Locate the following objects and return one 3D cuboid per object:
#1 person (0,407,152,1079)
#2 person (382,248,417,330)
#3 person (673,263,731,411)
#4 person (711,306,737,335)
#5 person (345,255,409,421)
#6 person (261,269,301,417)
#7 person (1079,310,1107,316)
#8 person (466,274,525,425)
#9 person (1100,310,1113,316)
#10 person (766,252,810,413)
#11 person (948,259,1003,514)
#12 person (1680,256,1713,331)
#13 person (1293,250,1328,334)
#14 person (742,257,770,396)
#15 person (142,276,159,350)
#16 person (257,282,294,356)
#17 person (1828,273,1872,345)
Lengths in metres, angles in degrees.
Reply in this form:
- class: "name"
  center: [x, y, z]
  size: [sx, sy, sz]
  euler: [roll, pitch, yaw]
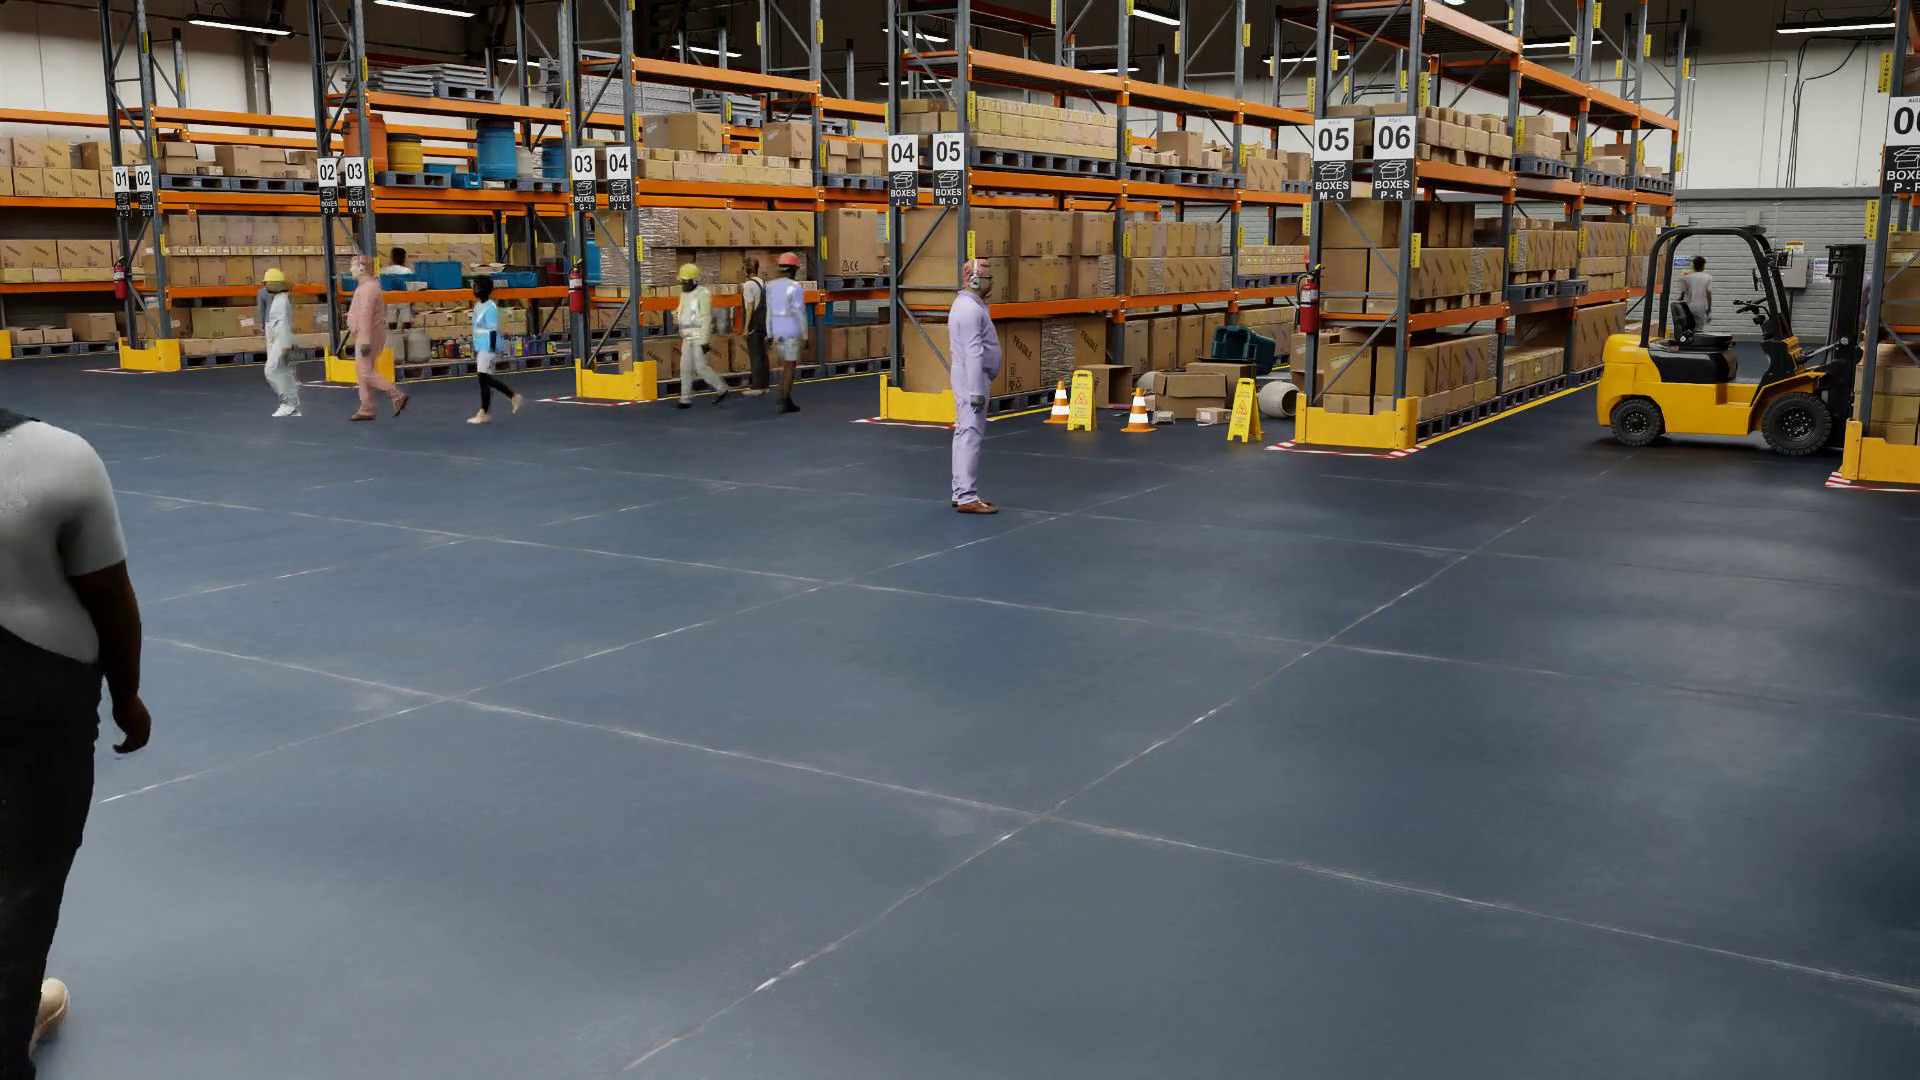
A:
- class: "person"
  center: [-2.207, 0.352, 3.718]
  size: [0.683, 2.000, 1.025]
  euler: [-1, 10, -7]
- class: "person"
  center: [-9.874, -4.171, 29.357]
  size: [0.617, 1.943, 0.587]
  euler: [2, 10, 12]
- class: "person"
  center: [-3.145, -2.465, 20.209]
  size: [0.705, 1.799, 0.618]
  euler: [-9, 13, -40]
- class: "person"
  center: [-3.695, -3.441, 25.291]
  size: [0.622, 1.932, 0.370]
  euler: [1, 10, 3]
- class: "person"
  center: [-6.695, -2.285, 18.920]
  size: [0.604, 1.887, 0.656]
  euler: [-4, 11, -19]
- class: "person"
  center: [-7.928, -2.279, 19.334]
  size: [0.466, 1.725, 0.503]
  euler: [-4, 11, -22]
- class: "person"
  center: [1.828, -3.360, 24.961]
  size: [0.624, 1.872, 0.958]
  euler: [7, 12, 34]
- class: "person"
  center: [-5.258, -2.147, 18.698]
  size: [0.640, 1.682, 0.541]
  euler: [-5, 11, -28]
- class: "person"
  center: [2.431, -3.670, 27.443]
  size: [0.527, 1.594, 0.848]
  euler: [7, 12, 33]
- class: "person"
  center: [-2.041, -2.483, 19.944]
  size: [0.577, 1.912, 0.500]
  euler: [7, 13, 36]
- class: "person"
  center: [0.122, -1.157, 12.546]
  size: [0.401, 1.906, 0.649]
  euler: [-1, 10, -6]
- class: "person"
  center: [12.306, -3.843, 27.853]
  size: [0.533, 1.826, 0.937]
  euler: [5, 11, 28]
- class: "person"
  center: [4.959, -3.133, 23.529]
  size: [0.551, 1.934, 0.373]
  euler: [8, 13, 38]
- class: "person"
  center: [-2.727, -2.834, 22.113]
  size: [0.327, 1.842, 0.517]
  euler: [4, 11, 23]
- class: "person"
  center: [-13.598, -3.928, 28.187]
  size: [0.595, 1.866, 0.766]
  euler: [6, 12, 32]
- class: "person"
  center: [-10.377, -3.287, 25.264]
  size: [0.501, 1.629, 0.279]
  euler: [-3, 11, -17]
- class: "person"
  center: [12.774, -3.179, 23.849]
  size: [0.591, 1.918, 0.404]
  euler: [5, 11, 27]
